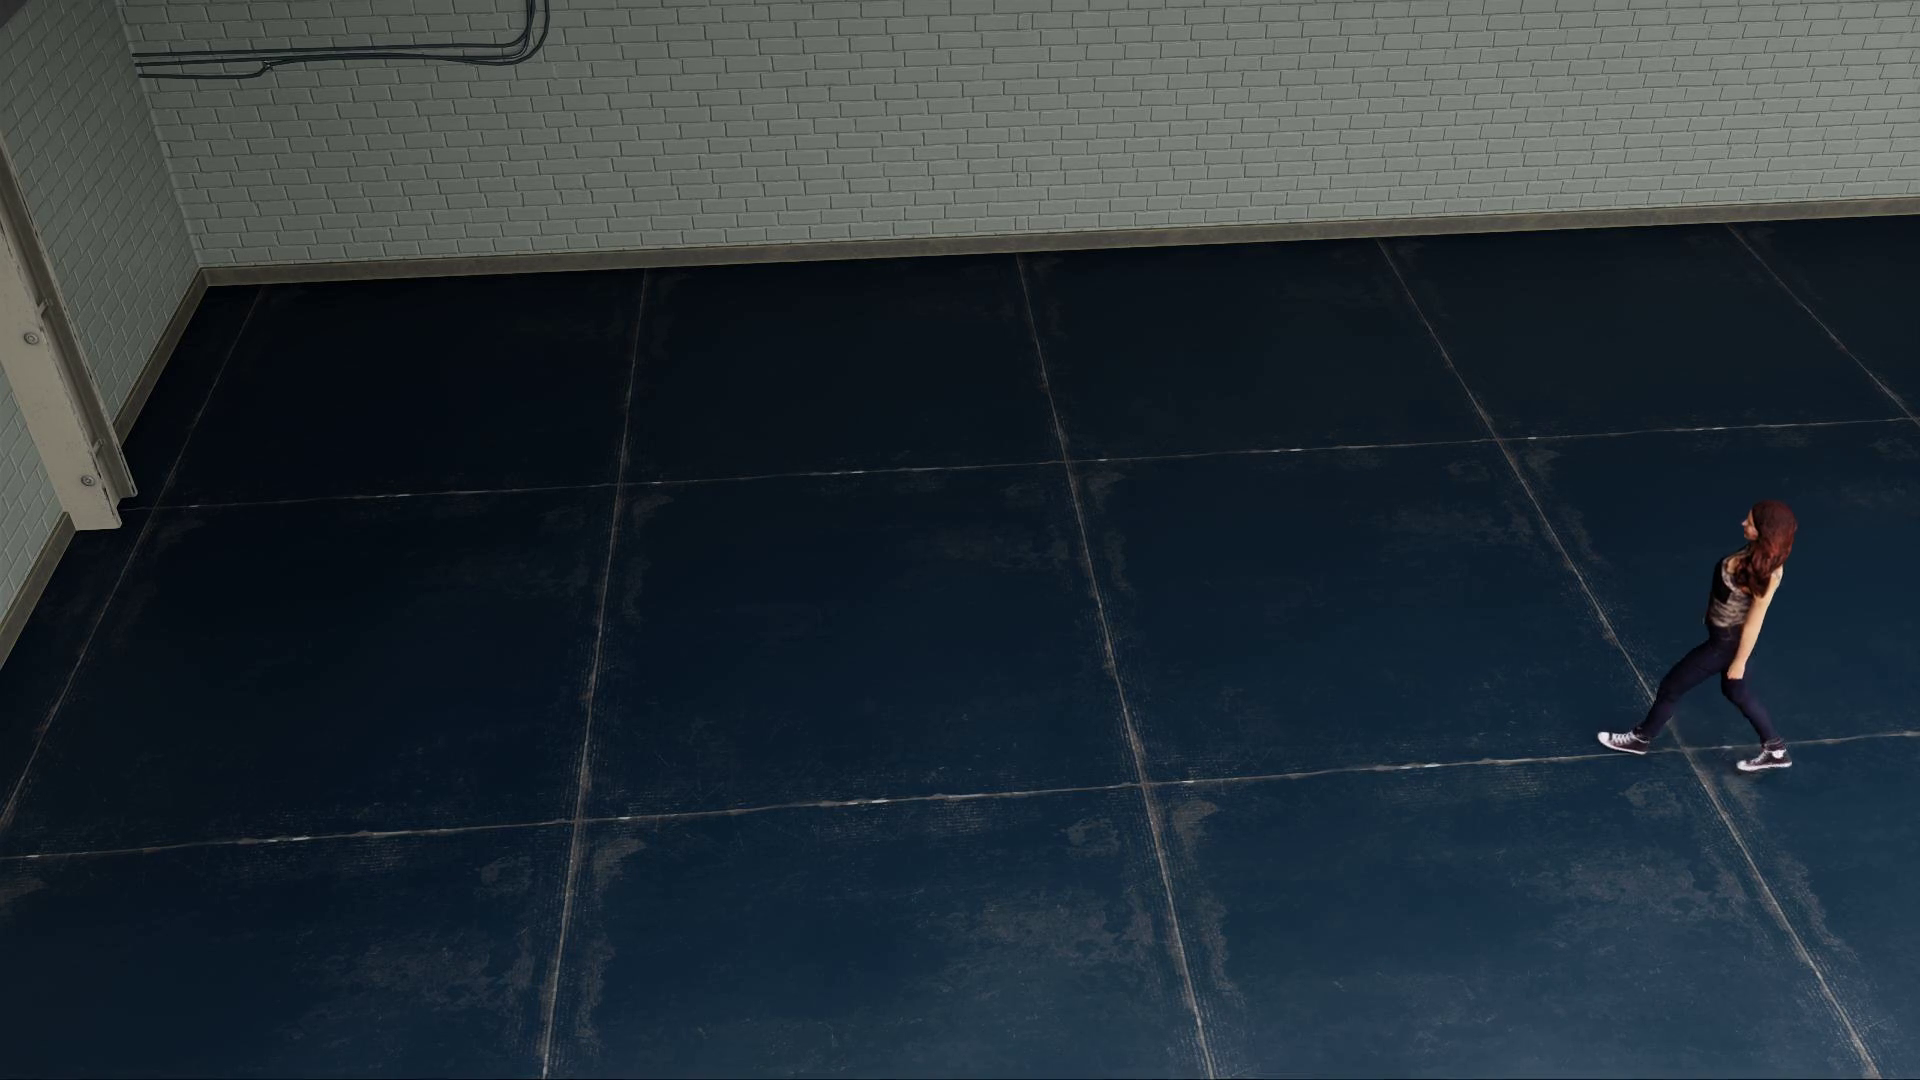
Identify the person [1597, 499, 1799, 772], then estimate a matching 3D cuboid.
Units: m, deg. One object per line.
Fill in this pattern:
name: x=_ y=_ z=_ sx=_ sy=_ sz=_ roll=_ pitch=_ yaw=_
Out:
person: x=4.012 y=0.550 z=8.476 sx=1.025 sy=1.727 sz=1.215 roll=12 pitch=40 yaw=15
